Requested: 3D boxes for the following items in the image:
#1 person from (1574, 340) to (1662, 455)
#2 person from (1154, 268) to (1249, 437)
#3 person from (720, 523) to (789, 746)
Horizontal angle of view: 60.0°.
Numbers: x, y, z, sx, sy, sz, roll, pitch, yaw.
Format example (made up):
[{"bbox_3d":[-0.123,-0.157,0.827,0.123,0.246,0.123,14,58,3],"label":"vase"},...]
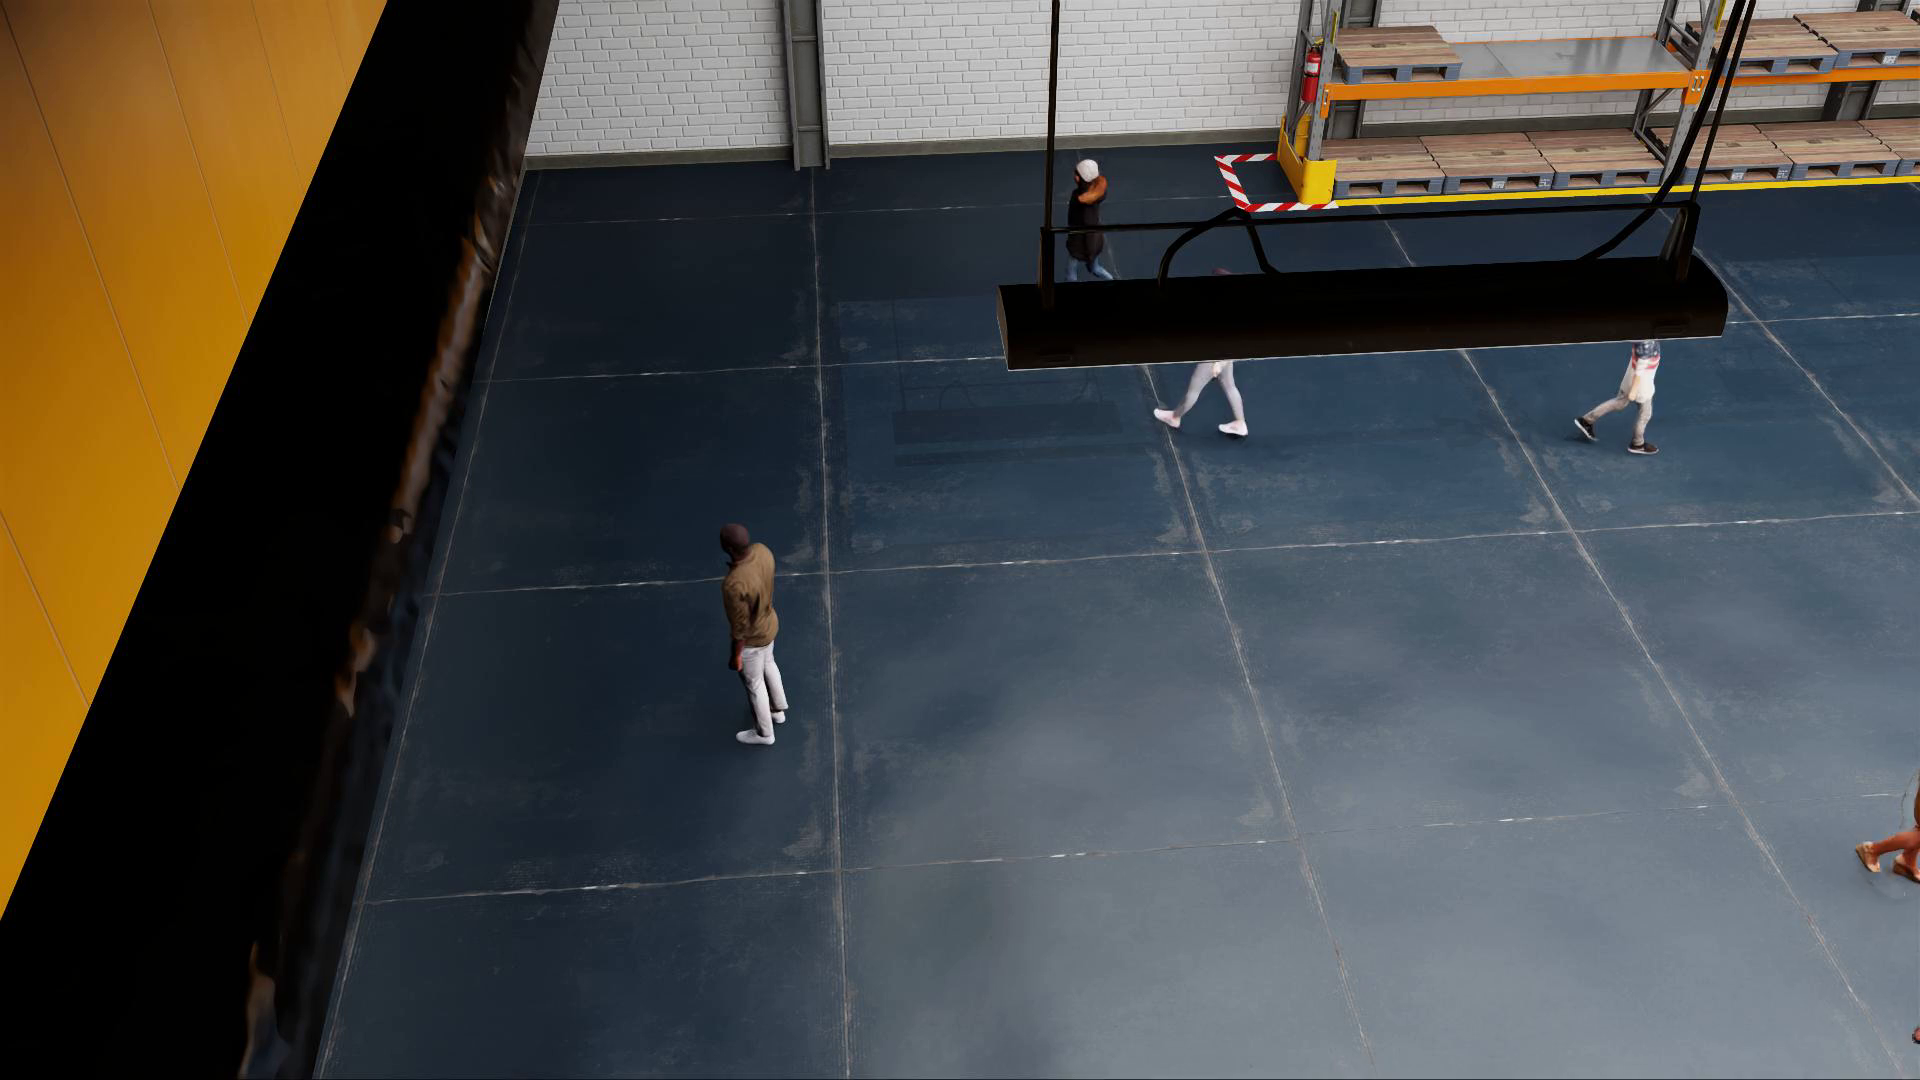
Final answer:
[{"bbox_3d":[5.600,-1.360,13.890,0.994,1.416,0.716,8,39,10],"label":"person"},{"bbox_3d":[2.229,-1.530,13.980,1.132,1.568,0.900,14,41,17],"label":"person"},{"bbox_3d":[-1.383,0.619,11.085,0.729,1.824,0.799,12,40,14],"label":"person"}]
